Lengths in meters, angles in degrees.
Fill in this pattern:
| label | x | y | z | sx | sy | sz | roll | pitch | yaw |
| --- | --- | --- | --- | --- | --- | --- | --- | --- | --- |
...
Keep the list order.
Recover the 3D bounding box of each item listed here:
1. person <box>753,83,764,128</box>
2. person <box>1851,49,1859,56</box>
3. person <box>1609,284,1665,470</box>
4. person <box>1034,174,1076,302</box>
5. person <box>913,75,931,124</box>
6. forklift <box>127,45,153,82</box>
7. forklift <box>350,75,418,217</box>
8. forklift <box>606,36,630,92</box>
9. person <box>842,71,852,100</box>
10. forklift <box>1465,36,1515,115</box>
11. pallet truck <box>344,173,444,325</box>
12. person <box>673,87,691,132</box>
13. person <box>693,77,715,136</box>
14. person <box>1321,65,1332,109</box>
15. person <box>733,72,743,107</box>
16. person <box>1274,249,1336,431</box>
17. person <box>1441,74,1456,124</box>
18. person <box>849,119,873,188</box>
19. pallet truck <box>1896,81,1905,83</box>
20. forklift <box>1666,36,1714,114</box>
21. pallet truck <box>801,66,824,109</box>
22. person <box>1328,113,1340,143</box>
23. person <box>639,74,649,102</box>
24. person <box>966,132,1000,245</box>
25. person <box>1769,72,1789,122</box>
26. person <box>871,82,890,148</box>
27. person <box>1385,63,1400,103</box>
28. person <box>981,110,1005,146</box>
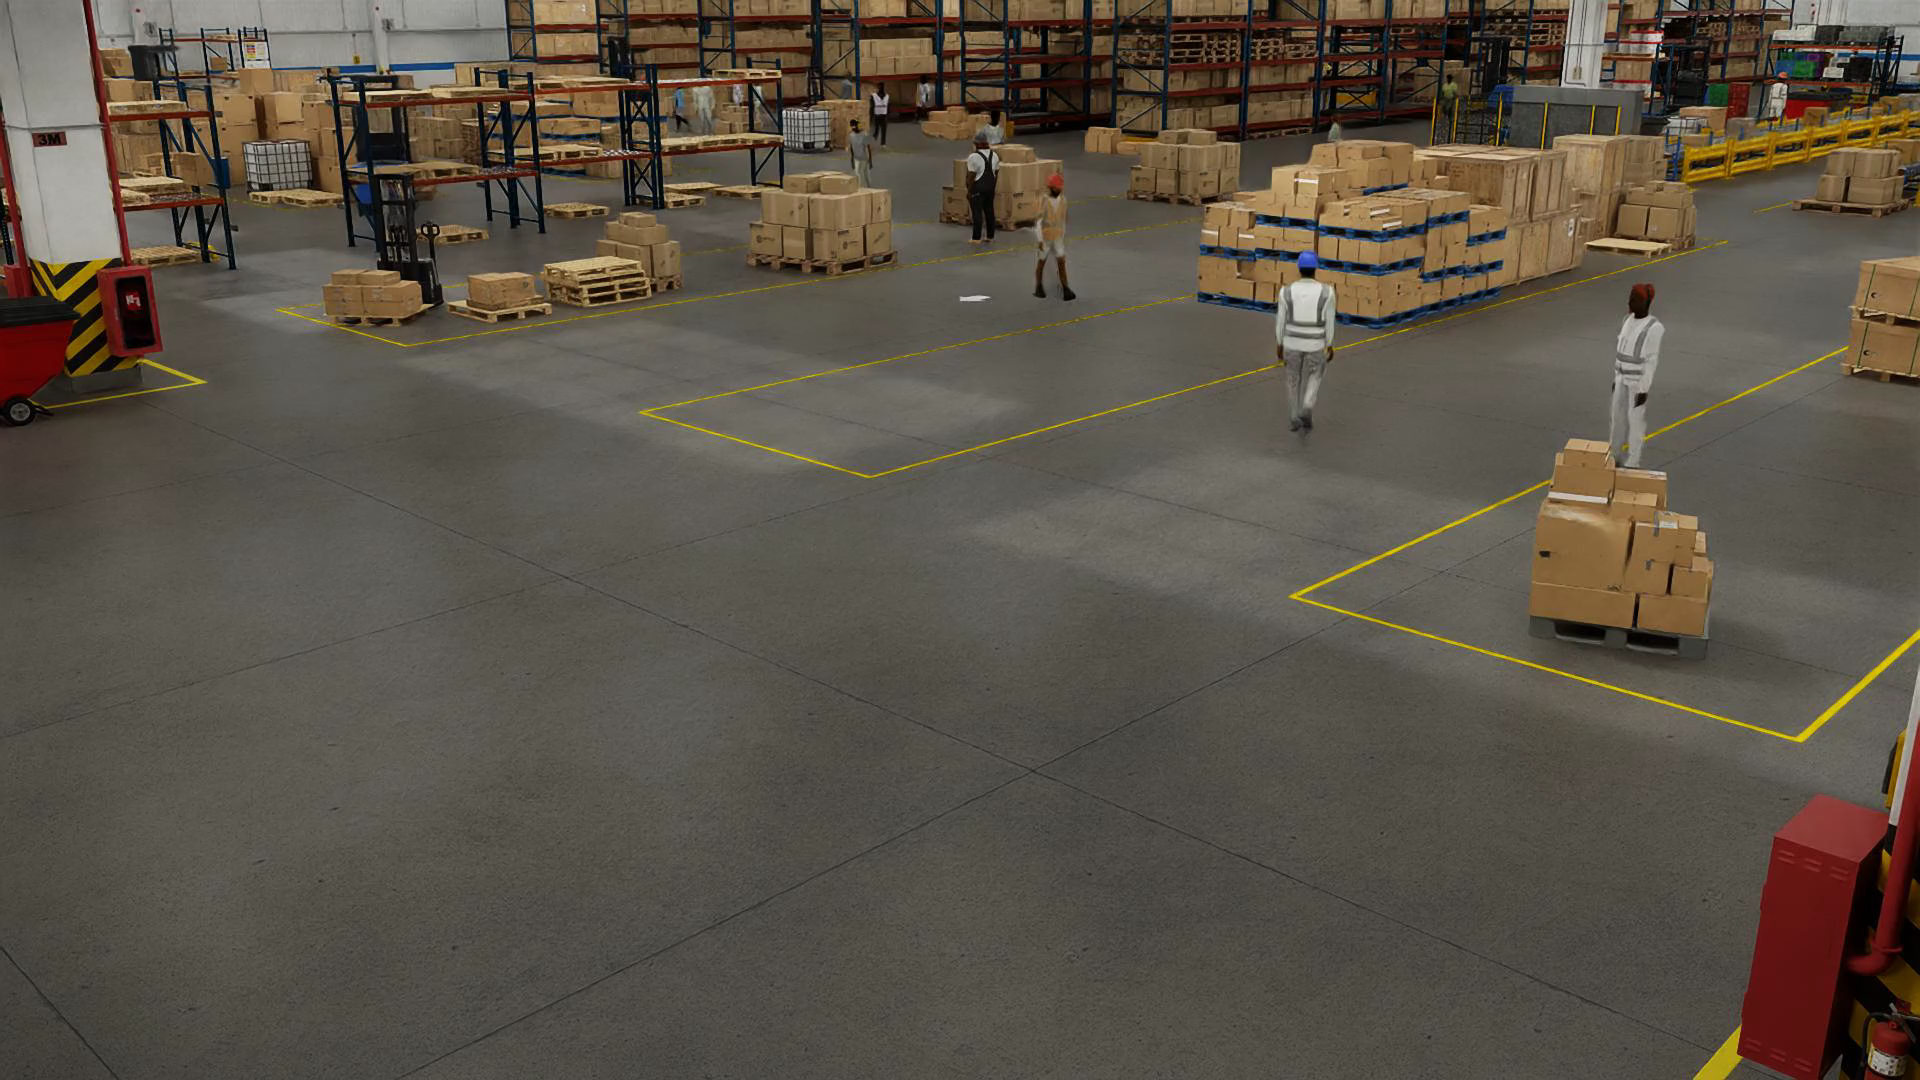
| label | x | y | z | sx | sy | sz | roll | pitch | yaw |
| --- | --- | --- | --- | --- | --- | --- | --- | --- | --- |
| person | -6.920 | -14.736 | 56.167 | 0.748 | 1.607 | 0.521 | 16 | 24 | 40 |
| person | 40.178 | -21.154 | 74.898 | 0.618 | 1.994 | 0.380 | -12 | 22 | -31 |
| person | 6.423 | -1.517 | 15.921 | 0.385 | 1.882 | 0.579 | -4 | 19 | -13 |
| person | 1.399 | -4.532 | 24.990 | 0.569 | 1.883 | 0.993 | -8 | 20 | -22 |
| person | -1.254 | -15.278 | 57.732 | 0.867 | 1.648 | 0.547 | -16 | 24 | -40 |
| forklift | -25.544 | -14.056 | 52.129 | 1.873 | 2.768 | 1.129 | -2 | 18 | -5 |
| forklift | -12.018 | -8.218 | 34.542 | 1.129 | 2.768 | 1.873 | -5 | 19 | -14 |
| forklift | -12.713 | -17.303 | 61.914 | 1.873 | 2.768 | 1.129 | -16 | 24 | -40 |
| person | -3.836 | -14.766 | 55.827 | 0.918 | 1.899 | 0.636 | -4 | 19 | -13 |
| forklift | 19.973 | -17.201 | 61.605 | 1.873 | 2.768 | 1.129 | 16 | 24 | 40 |
| pallet truck | -8.209 | -4.181 | 23.757 | 0.823 | 1.965 | 1.885 | 3 | 19 | 9 |
| person | -9.117 | -14.164 | 54.337 | 0.625 | 1.679 | 0.540 | 3 | 19 | 8 |
| person | -7.920 | -13.435 | 51.801 | 0.765 | 1.903 | 0.489 | 2 | 18 | 5 |
| person | 13.825 | -16.944 | 62.575 | 0.533 | 1.767 | 0.327 | 13 | 22 | 34 |
| person | -7.359 | -14.657 | 55.447 | 0.390 | 1.928 | 0.575 | -4 | 19 | -13 |
| person | 3.635 | -2.092 | 17.557 | 0.636 | 1.933 | 0.433 | 6 | 19 | 16 |
| person | 17.016 | -15.369 | 57.959 | 0.545 | 1.687 | 0.361 | 15 | 23 | 37 |
| person | -2.159 | -8.395 | 36.766 | 0.606 | 1.814 | 0.938 | 7 | 20 | 20 |
| pallet truck | 34.802 | -16.331 | 61.455 | 0.653 | 1.274 | 1.630 | 17 | 25 | 41 |
| forklift | 27.341 | -17.291 | 61.877 | 1.129 | 2.768 | 1.873 | 17 | 25 | 41 |
| pallet truck | -4.812 | -15.182 | 56.903 | 0.823 | 1.965 | 1.885 | -9 | 21 | -26 |
| person | 9.266 | -9.687 | 40.938 | 0.644 | 1.622 | 0.521 | 6 | 19 | 17 |
| person | -9.823 | -13.576 | 52.107 | 0.474 | 1.968 | 0.646 | 3 | 19 | 8 |
| person | 0.362 | -6.476 | 30.605 | 0.687 | 2.000 | 0.535 | -14 | 23 | -36 |
| person | 25.589 | -13.582 | 52.010 | 0.393 | 2.041 | 0.614 | -7 | 20 | -20 |
| person | -2.356 | -12.559 | 49.149 | 0.619 | 1.903 | 0.468 | -8 | 20 | -21 |
| person | 16.254 | -17.098 | 62.902 | 0.714 | 1.858 | 0.978 | -1 | 18 | -2 |
| person | 0.816 | -8.710 | 37.532 | 0.614 | 1.915 | 0.975 | -15 | 24 | -39 |
